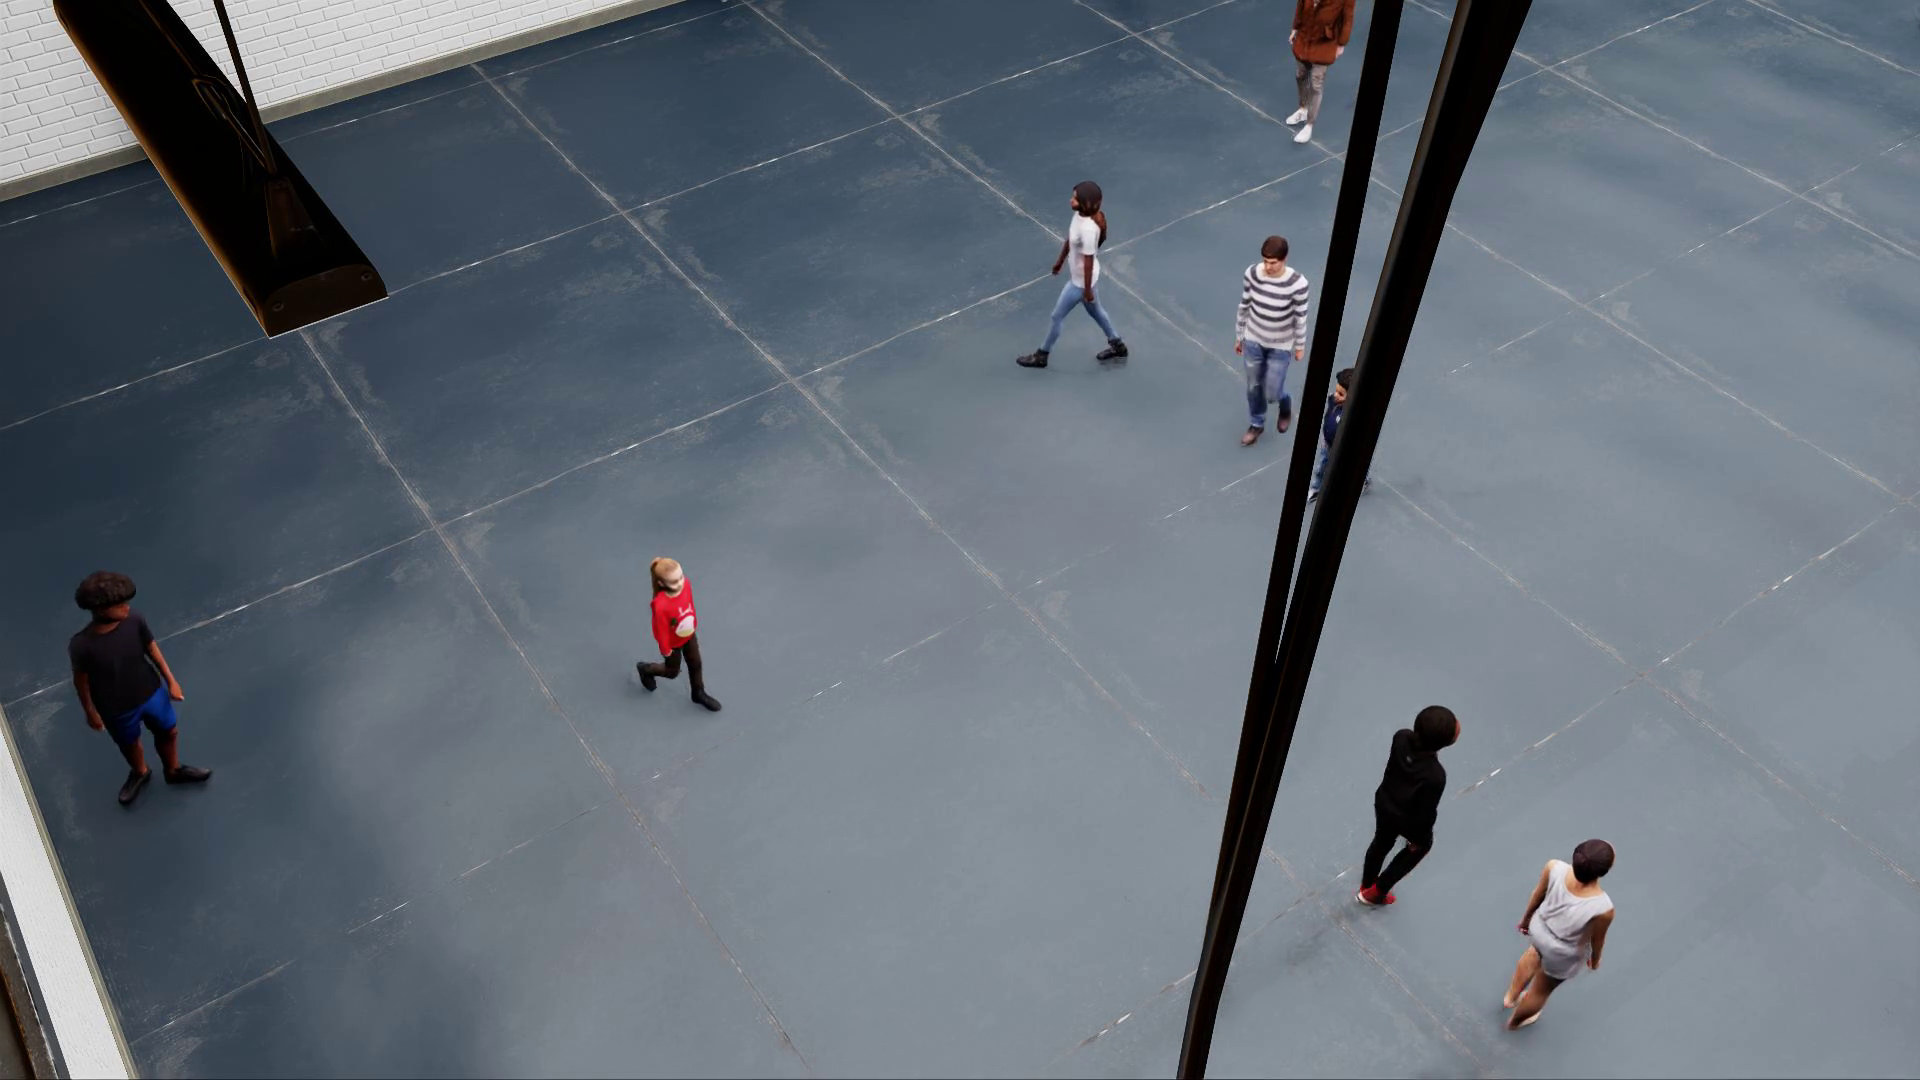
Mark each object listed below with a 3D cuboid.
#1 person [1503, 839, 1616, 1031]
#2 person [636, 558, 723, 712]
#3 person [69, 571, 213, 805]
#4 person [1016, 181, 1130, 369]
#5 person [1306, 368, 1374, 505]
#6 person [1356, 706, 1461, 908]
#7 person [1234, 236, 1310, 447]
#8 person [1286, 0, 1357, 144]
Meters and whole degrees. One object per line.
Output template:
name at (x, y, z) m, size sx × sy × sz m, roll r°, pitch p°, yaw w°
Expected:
person at (3.038, 2.100, 8.606) m, size 0.575 × 1.600 × 0.566 m, roll -24°, pitch 49°, yaw -23°
person at (-1.822, 0.575, 10.446) m, size 0.754 × 1.268 × 0.811 m, roll 22°, pitch 48°, yaw 21°
person at (-4.915, 0.892, 9.762) m, size 0.621 × 1.754 × 0.846 m, roll -23°, pitch 48°, yaw -22°
person at (1.024, -2.024, 12.879) m, size 1.189 × 1.677 × 1.027 m, roll 0°, pitch 44°, yaw 0°
person at (2.758, -0.730, 11.863) m, size 0.889 × 1.204 × 0.644 m, roll -16°, pitch 46°, yaw -16°
person at (2.382, 1.528, 9.162) m, size 0.604 × 1.660 × 0.622 m, roll -23°, pitch 48°, yaw -22°
person at (2.302, -1.513, 12.235) m, size 0.792 × 1.824 × 0.854 m, roll 24°, pitch 49°, yaw 23°
person at (3.358, -4.689, 15.558) m, size 0.789 × 1.839 × 0.861 m, roll 33°, pitch 53°, yaw 30°
